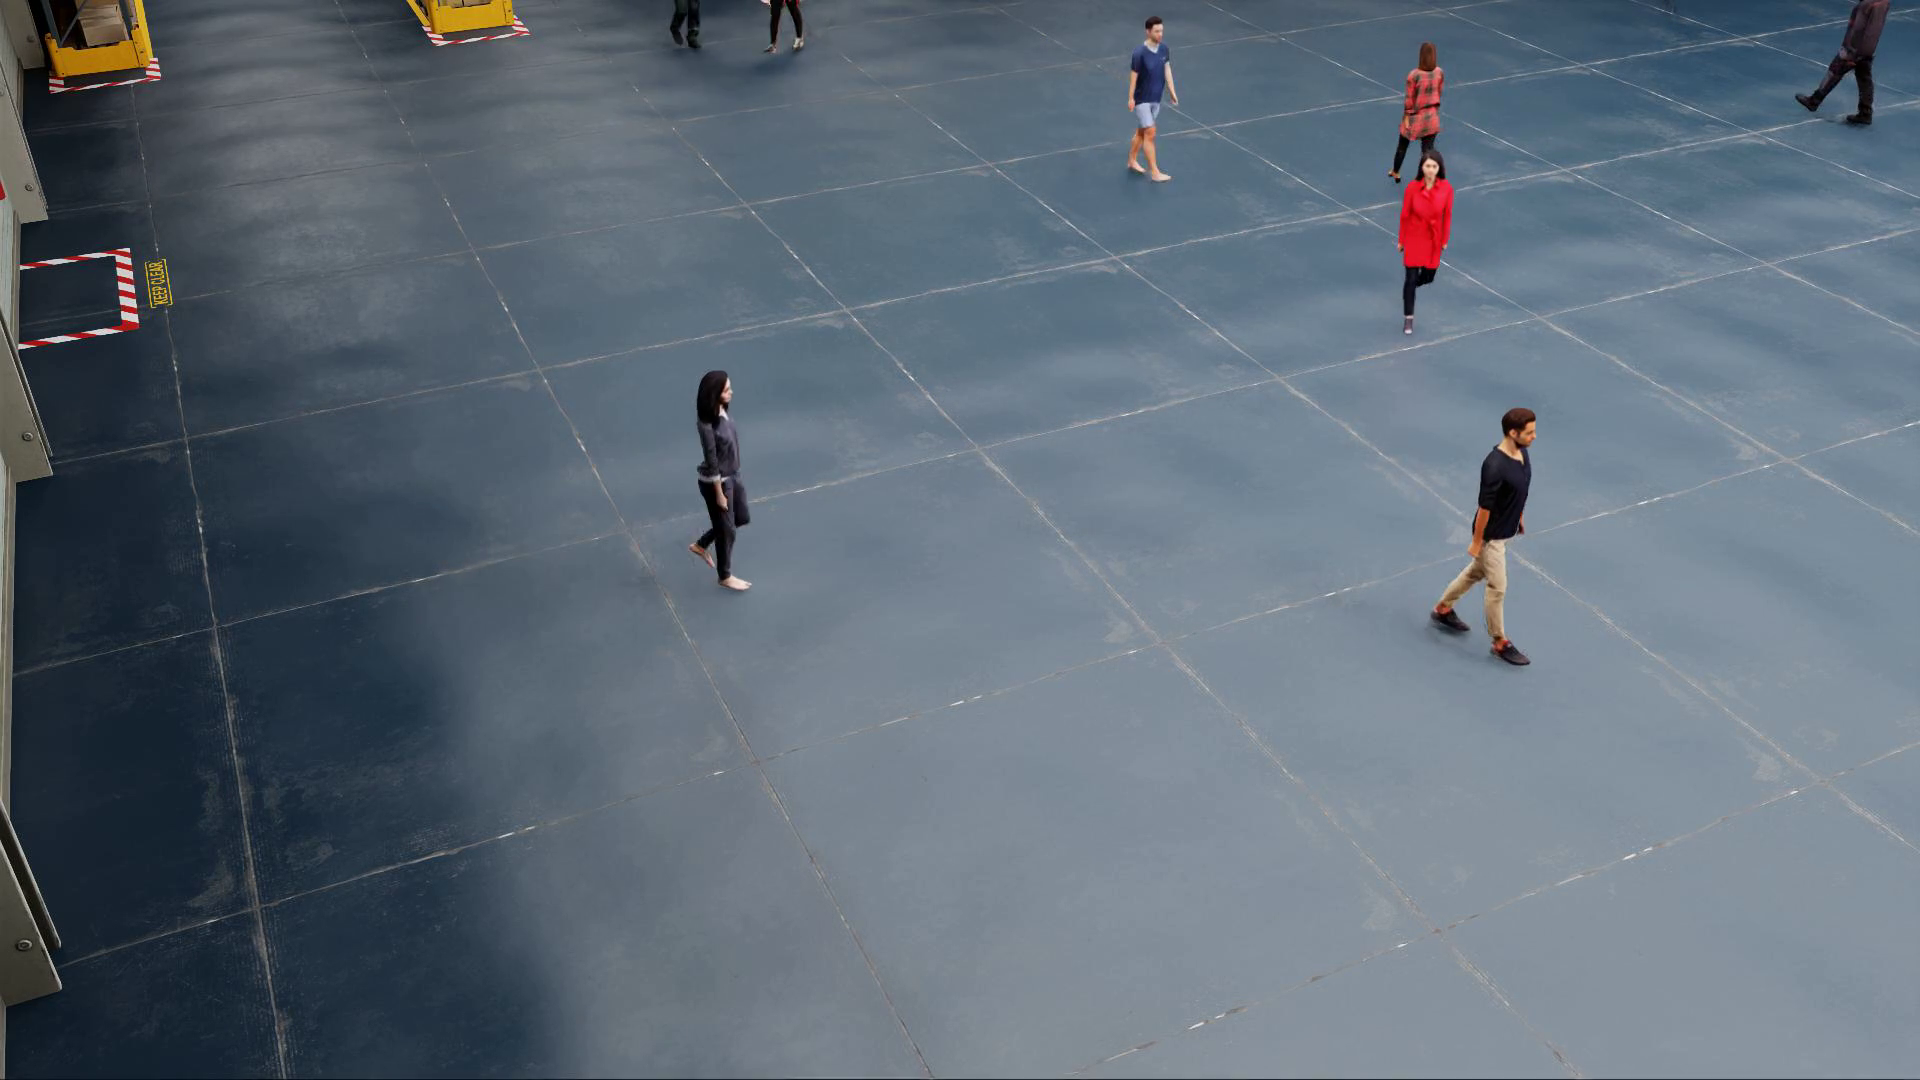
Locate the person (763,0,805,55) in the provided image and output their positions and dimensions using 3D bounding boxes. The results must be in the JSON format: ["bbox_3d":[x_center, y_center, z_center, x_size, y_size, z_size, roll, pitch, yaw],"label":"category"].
[{"bbox_3d":[-2.345,-7.601,22.800,1.098,1.771,1.129,12,35,18],"label":"person"}]

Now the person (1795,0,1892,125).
[{"bbox_3d":[11.033,-5.940,20.227,0.768,1.791,1.210,-17,37,-25],"label":"person"}]

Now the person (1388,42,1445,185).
[{"bbox_3d":[5.089,-4.552,18.213,0.837,1.660,1.161,-5,33,-7],"label":"person"}]

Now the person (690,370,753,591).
[{"bbox_3d":[-1.782,-0.401,11.752,0.834,1.746,0.782,5,33,8],"label":"person"}]

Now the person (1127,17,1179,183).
[{"bbox_3d":[2.058,-5.001,18.766,0.792,1.810,1.096,-25,41,-33],"label":"person"}]

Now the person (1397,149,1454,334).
[{"bbox_3d":[4.280,-2.787,15.432,0.850,1.733,0.953,4,33,6],"label":"person"}]

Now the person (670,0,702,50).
[{"bbox_3d":[-3.838,-7.745,22.918,0.792,1.884,0.835,-24,40,-32],"label":"person"}]

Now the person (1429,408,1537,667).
[{"bbox_3d":[3.523,-0.084,11.192,1.122,1.824,0.962,22,39,30],"label":"person"}]
